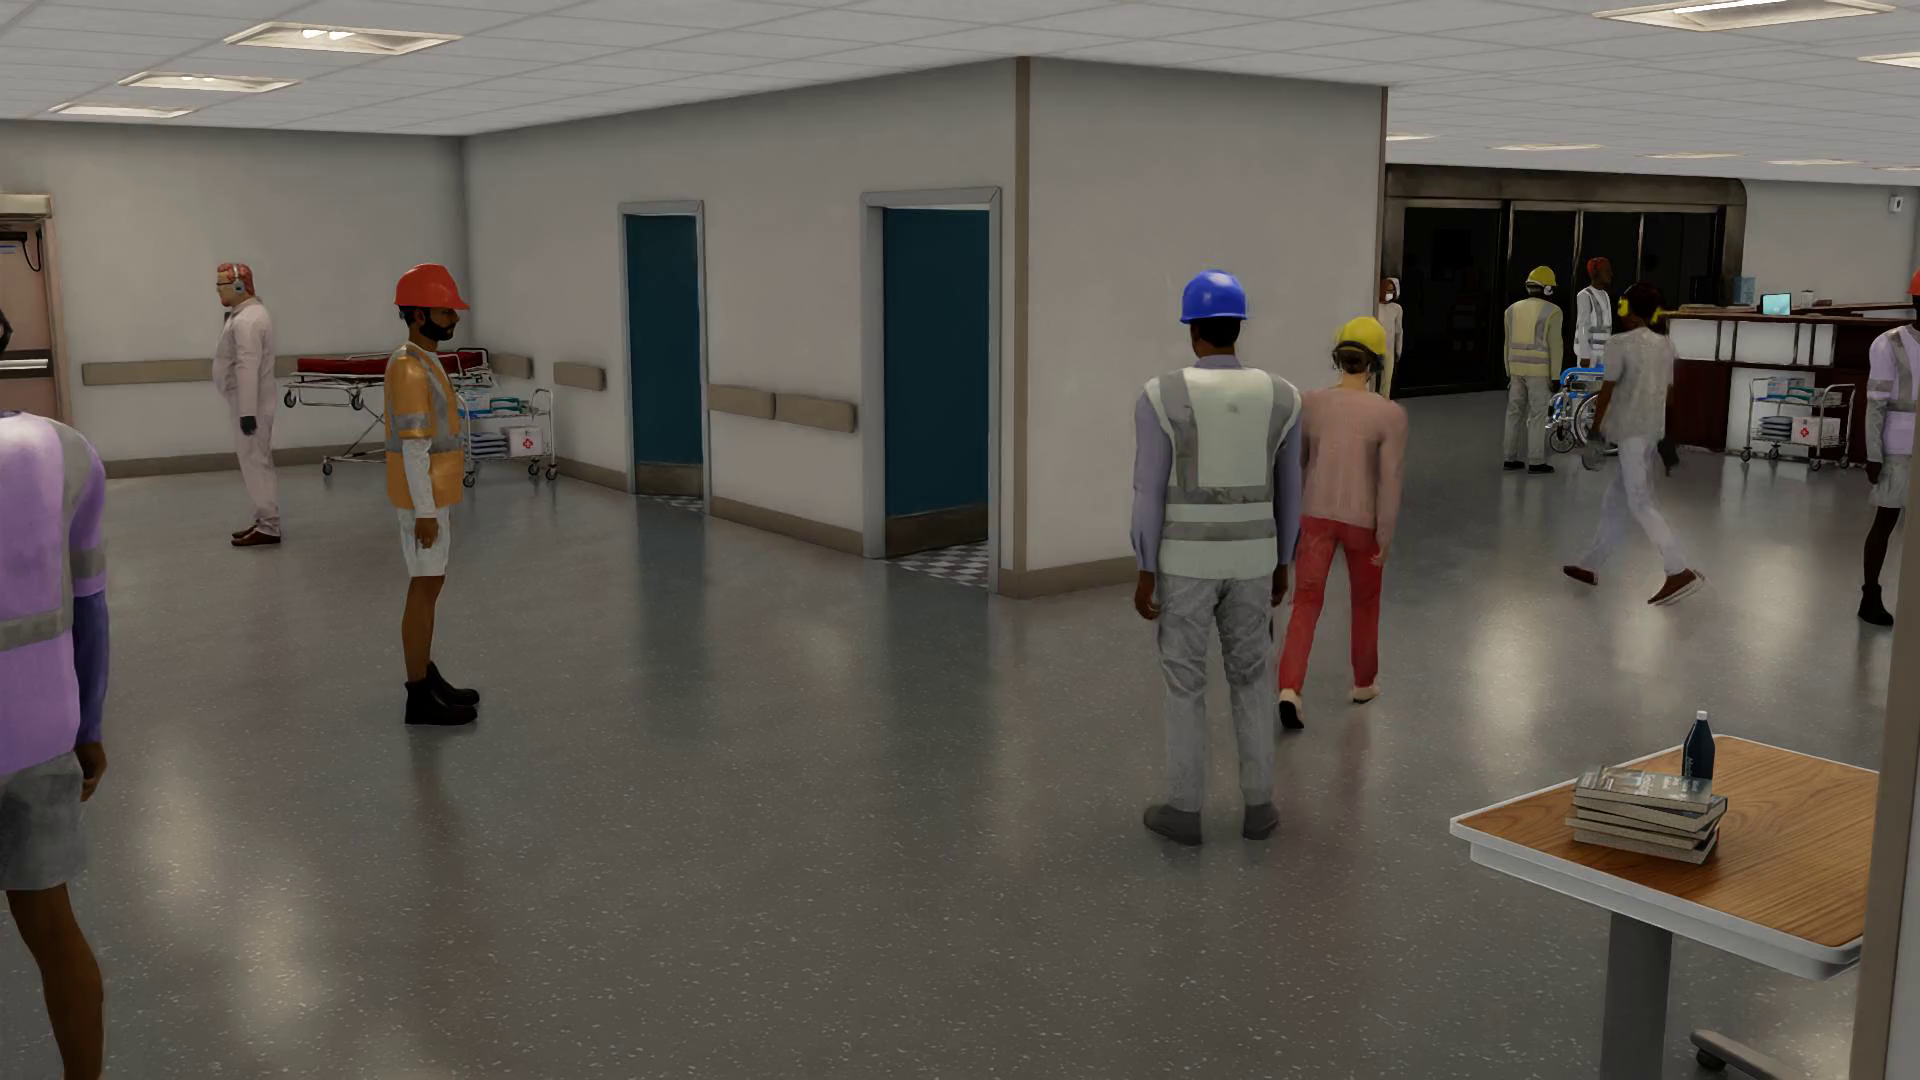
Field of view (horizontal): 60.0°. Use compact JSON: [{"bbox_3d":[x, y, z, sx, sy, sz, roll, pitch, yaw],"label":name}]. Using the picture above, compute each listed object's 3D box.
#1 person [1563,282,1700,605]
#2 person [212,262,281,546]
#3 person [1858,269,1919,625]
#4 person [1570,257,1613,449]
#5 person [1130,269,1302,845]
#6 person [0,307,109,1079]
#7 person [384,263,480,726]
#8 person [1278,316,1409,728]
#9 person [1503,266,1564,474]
[{"bbox_3d":[3.933,-0.570,9.555,0.602,1.807,0.957,-6,12,-28],"label":"person"},{"bbox_3d":[-4.814,-0.915,11.228,0.403,1.898,0.652,-3,11,-17],"label":"person"},{"bbox_3d":[5.056,-0.492,8.773,0.539,1.929,0.384,0,10,0],"label":"person"},{"bbox_3d":[6.259,-1.841,16.433,0.356,1.885,0.574,8,13,38],"label":"person"},{"bbox_3d":[0.860,0.062,5.653,0.618,1.936,0.435,-3,10,-15],"label":"person"},{"bbox_3d":[-2.044,0.410,3.441,0.409,2.029,0.613,4,11,20],"label":"person"},{"bbox_3d":[-2.224,-0.192,7.048,0.375,1.935,0.551,-2,10,-12],"label":"person"},{"bbox_3d":[1.599,-0.083,7.031,0.525,1.725,0.899,5,11,26],"label":"person"},{"bbox_3d":[5.063,-1.495,14.678,0.403,1.824,0.597,-7,12,-33],"label":"person"}]
